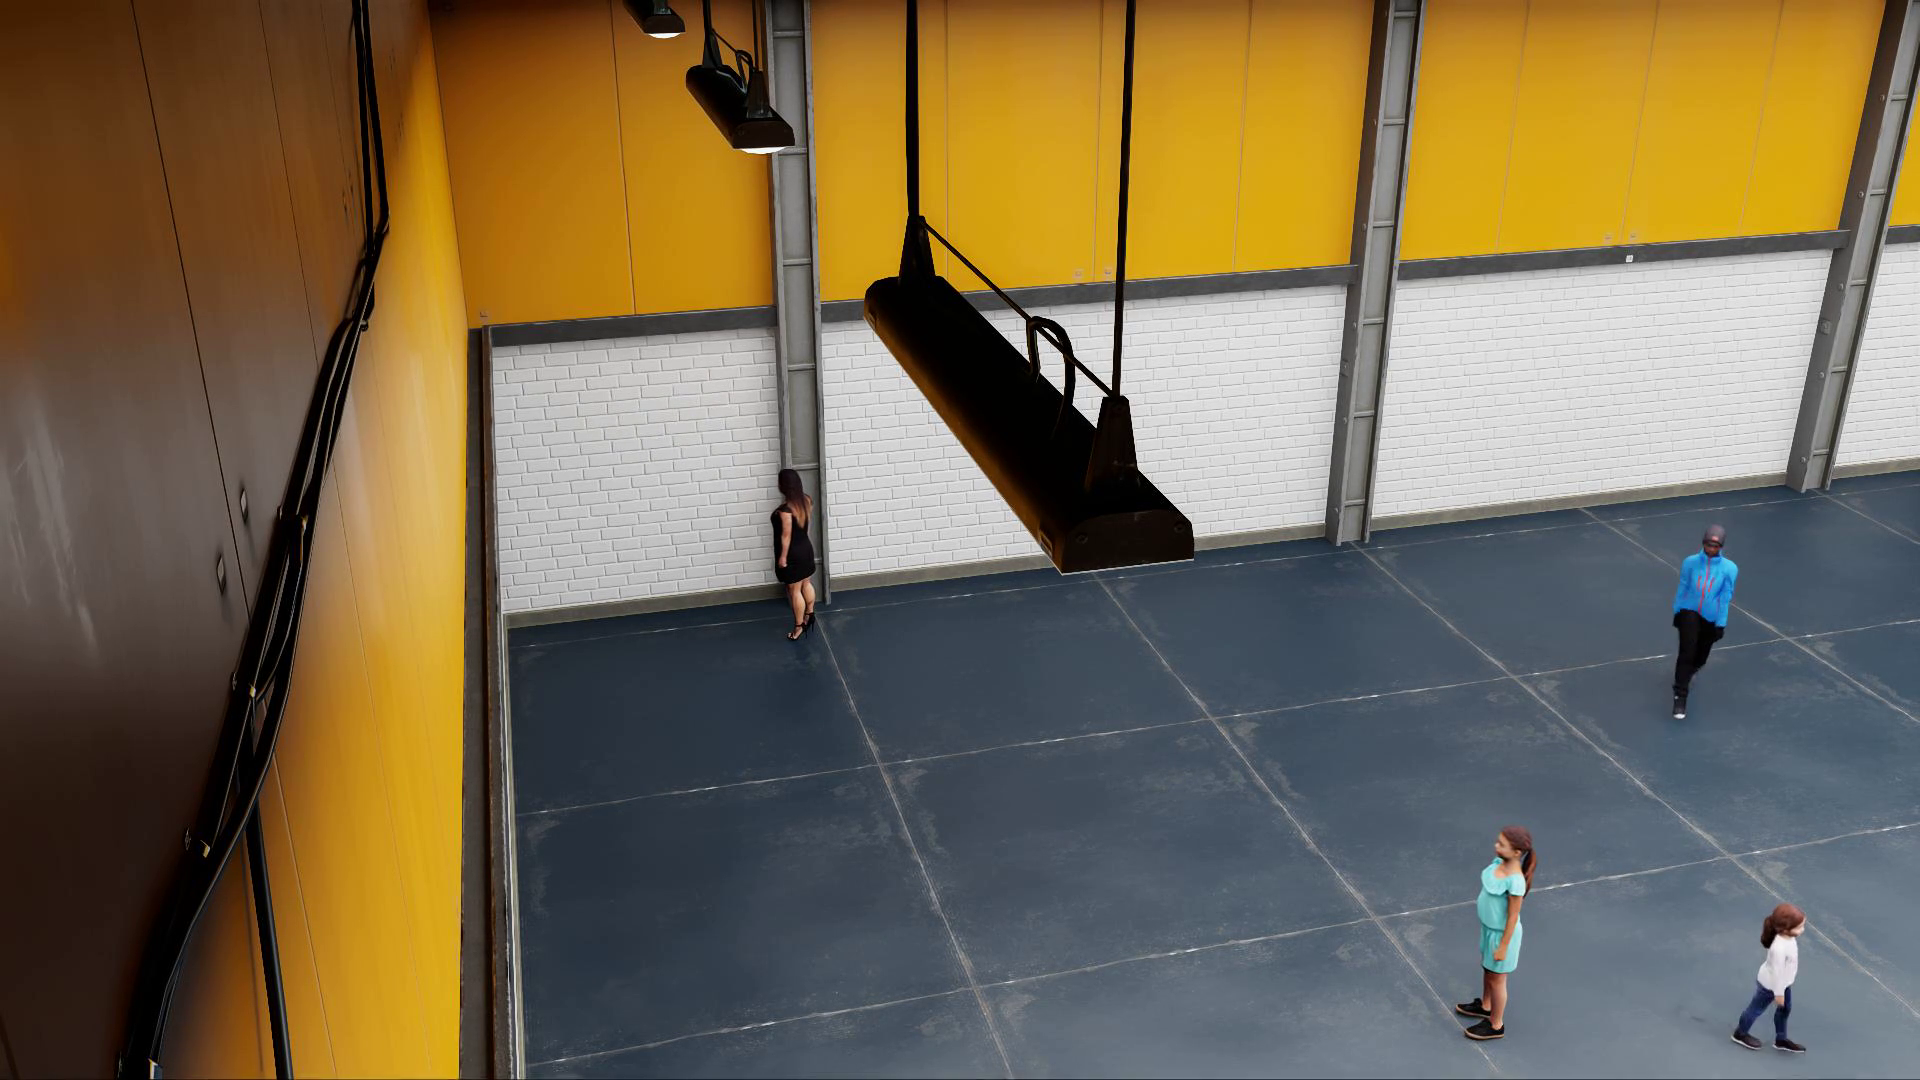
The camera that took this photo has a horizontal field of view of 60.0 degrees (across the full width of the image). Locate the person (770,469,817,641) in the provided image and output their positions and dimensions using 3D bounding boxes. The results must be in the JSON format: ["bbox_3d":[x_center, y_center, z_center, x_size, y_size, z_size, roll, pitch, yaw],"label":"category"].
[{"bbox_3d":[-1.564,0.135,15.831,0.804,1.716,0.765,10,25,21],"label":"person"}]

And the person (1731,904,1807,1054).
[{"bbox_3d":[5.126,2.765,10.587,0.705,1.097,0.667,17,29,34],"label":"person"}]

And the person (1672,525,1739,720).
[{"bbox_3d":[6.520,0.648,14.621,1.154,1.746,1.160,12,26,25],"label":"person"}]

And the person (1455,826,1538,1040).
[{"bbox_3d":[3.458,2.491,10.640,0.639,1.557,0.621,2,24,5],"label":"person"}]
